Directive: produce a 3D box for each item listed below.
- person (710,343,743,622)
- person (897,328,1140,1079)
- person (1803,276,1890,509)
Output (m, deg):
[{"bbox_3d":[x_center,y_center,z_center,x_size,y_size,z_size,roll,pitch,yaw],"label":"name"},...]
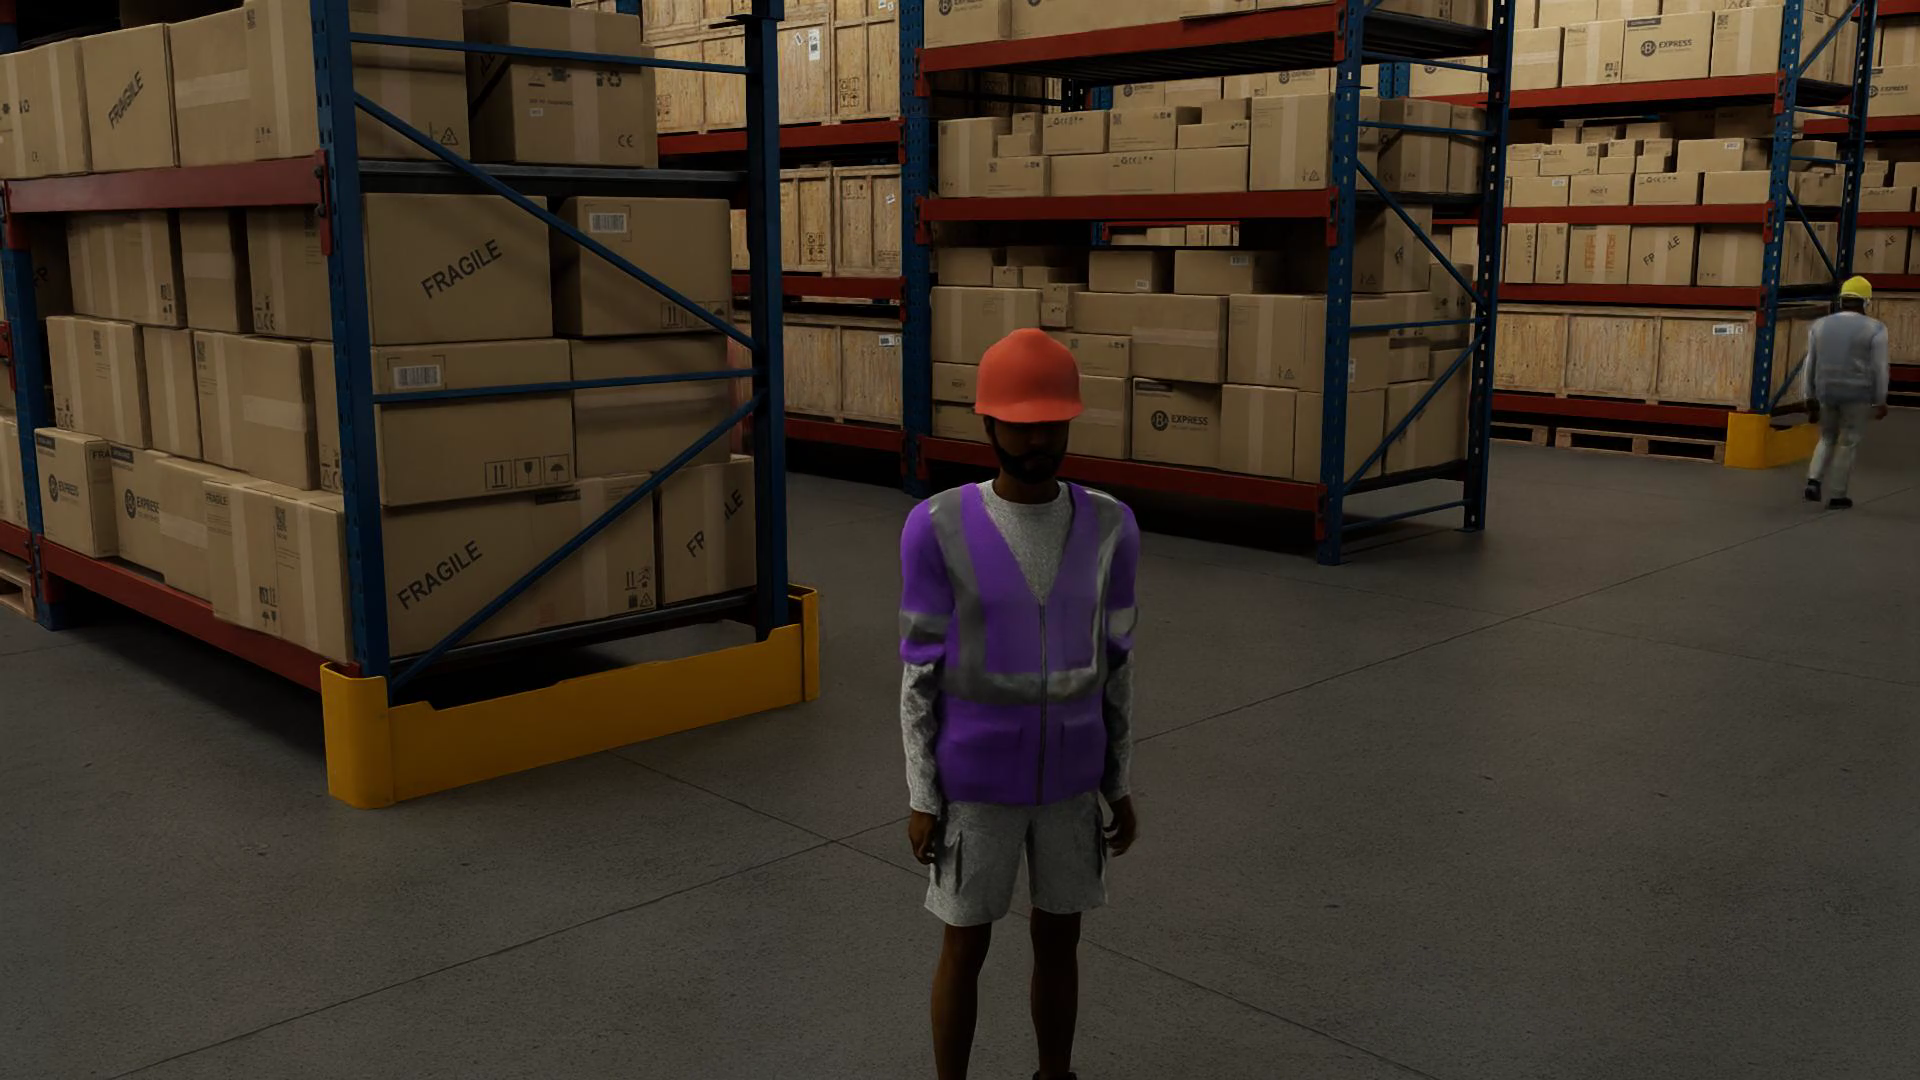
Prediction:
[{"bbox_3d":[-1.634,-0.506,9.373,0.678,1.860,0.951,-10,14,-43],"label":"person"},{"bbox_3d":[0.141,0.511,3.638,0.542,1.938,0.357,-3,11,-16],"label":"person"},{"bbox_3d":[6.899,-1.138,12.950,0.419,1.816,0.606,-7,13,-34],"label":"person"}]
